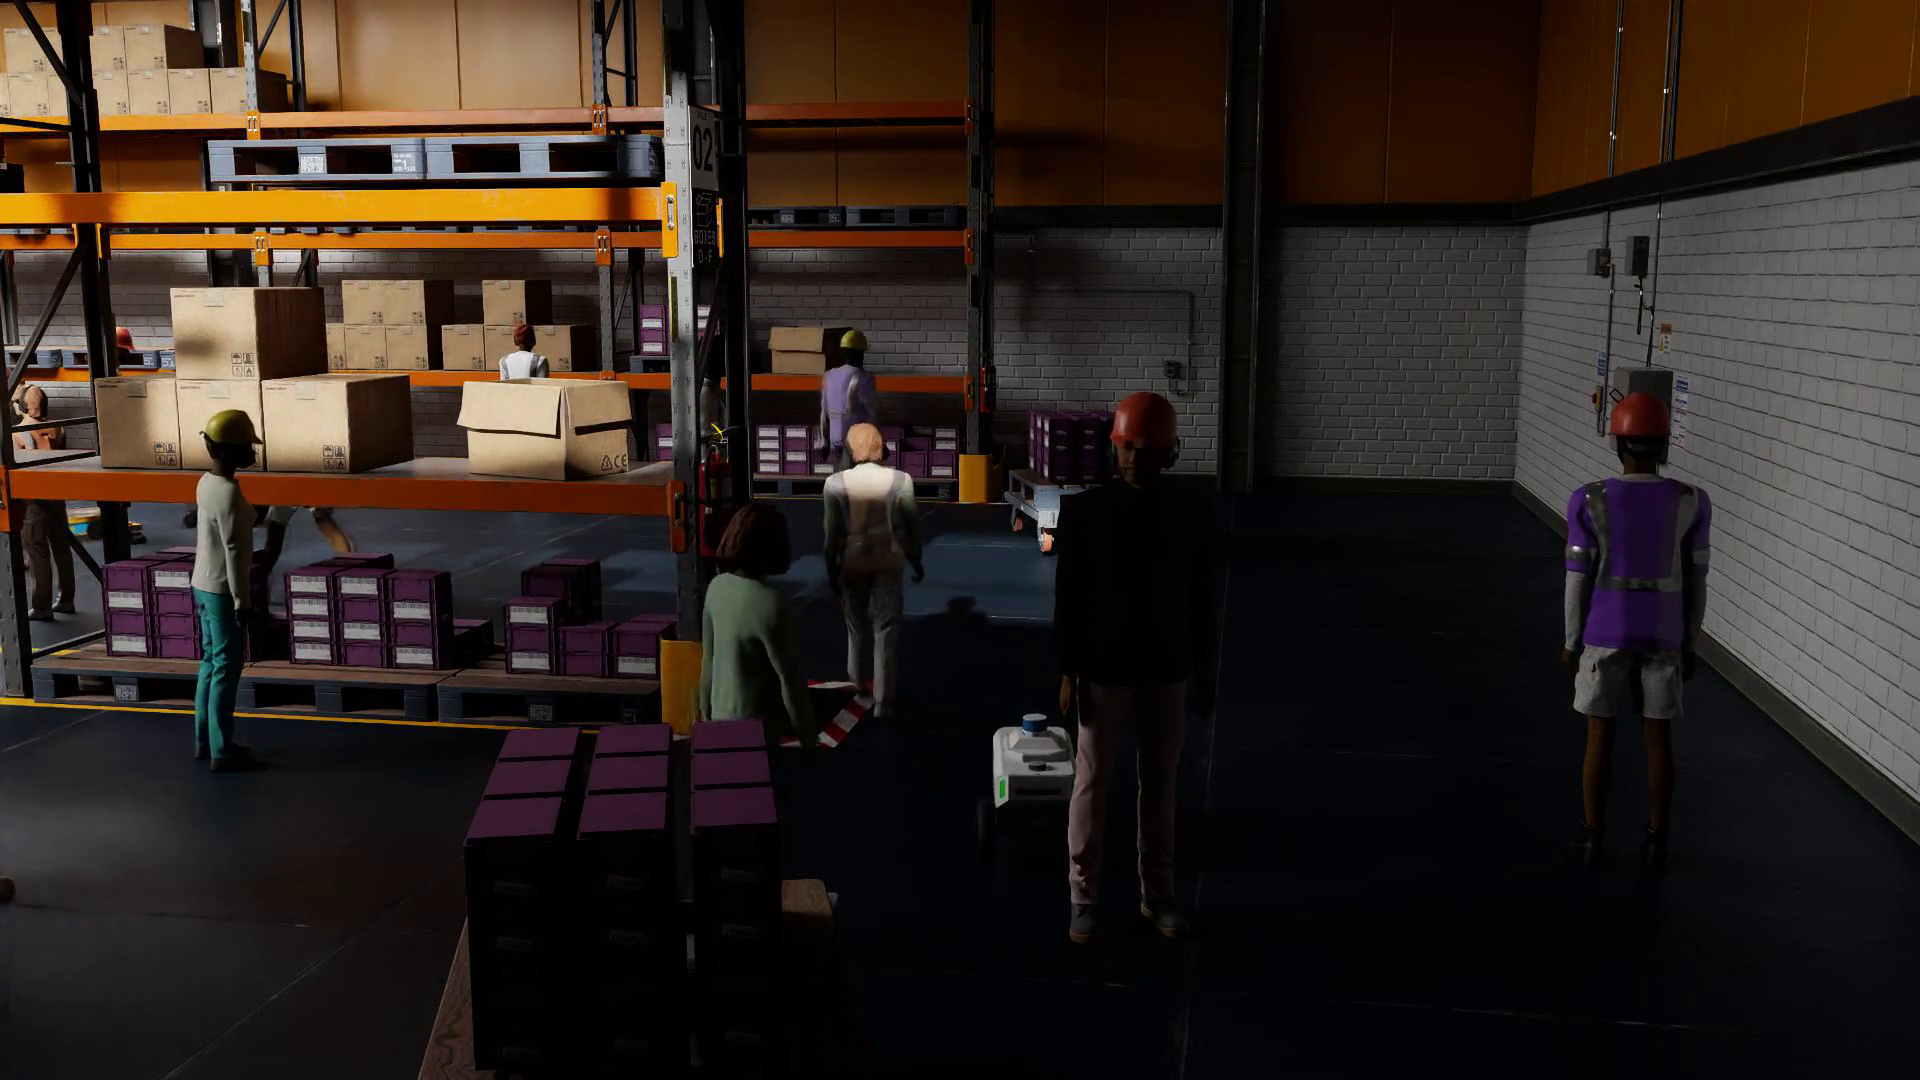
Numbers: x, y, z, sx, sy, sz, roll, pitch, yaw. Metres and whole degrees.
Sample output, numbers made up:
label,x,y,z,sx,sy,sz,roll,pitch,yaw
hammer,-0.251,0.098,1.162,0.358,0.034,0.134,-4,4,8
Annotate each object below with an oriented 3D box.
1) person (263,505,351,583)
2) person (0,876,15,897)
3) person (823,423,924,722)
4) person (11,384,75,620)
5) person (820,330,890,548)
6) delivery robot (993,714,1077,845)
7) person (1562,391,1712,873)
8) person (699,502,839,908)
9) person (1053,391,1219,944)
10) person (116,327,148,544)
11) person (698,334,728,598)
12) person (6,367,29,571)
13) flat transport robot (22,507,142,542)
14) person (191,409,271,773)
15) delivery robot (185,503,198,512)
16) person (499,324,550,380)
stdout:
label,x,y,z,sx,sy,sz,roll,pitch,yaw
person,-4.841,-0.467,12.082,1.010,1.884,0.551,0,9,2
person,-3.933,0.470,6.374,0.429,1.845,0.633,-8,12,-40
person,-0.472,0.155,9.119,0.538,1.586,0.887,0,9,-1
person,-6.395,-0.265,11.556,0.308,1.645,0.517,2,9,10
person,-0.893,-0.891,14.667,0.805,1.896,0.595,-9,13,-43
delivery robot,0.312,0.971,6.956,0.477,0.478,0.707,0,9,0
person,2.691,0.374,6.680,0.542,1.939,0.356,2,9,12
person,-0.650,0.663,5.924,0.735,1.608,0.508,-6,11,-34
person,0.638,0.460,5.985,0.613,1.991,0.391,-2,9,-10
person,-7.459,-0.923,14.764,0.386,1.925,0.548,-5,10,-29
person,-1.794,-0.526,12.179,0.367,1.966,0.604,-2,9,-11
person,-7.935,-0.760,13.512,0.904,2.017,0.621,3,10,17
flat transport robot,-8.213,-0.123,14.921,0.652,0.197,1.431,7,12,39
person,-3.538,0.243,8.081,0.378,1.755,0.540,-7,11,-36
delivery robot,-6.991,-0.454,15.809,0.707,0.478,0.477,-3,10,-16
person,-4.401,-1.259,16.982,0.574,1.884,0.356,3,10,16
